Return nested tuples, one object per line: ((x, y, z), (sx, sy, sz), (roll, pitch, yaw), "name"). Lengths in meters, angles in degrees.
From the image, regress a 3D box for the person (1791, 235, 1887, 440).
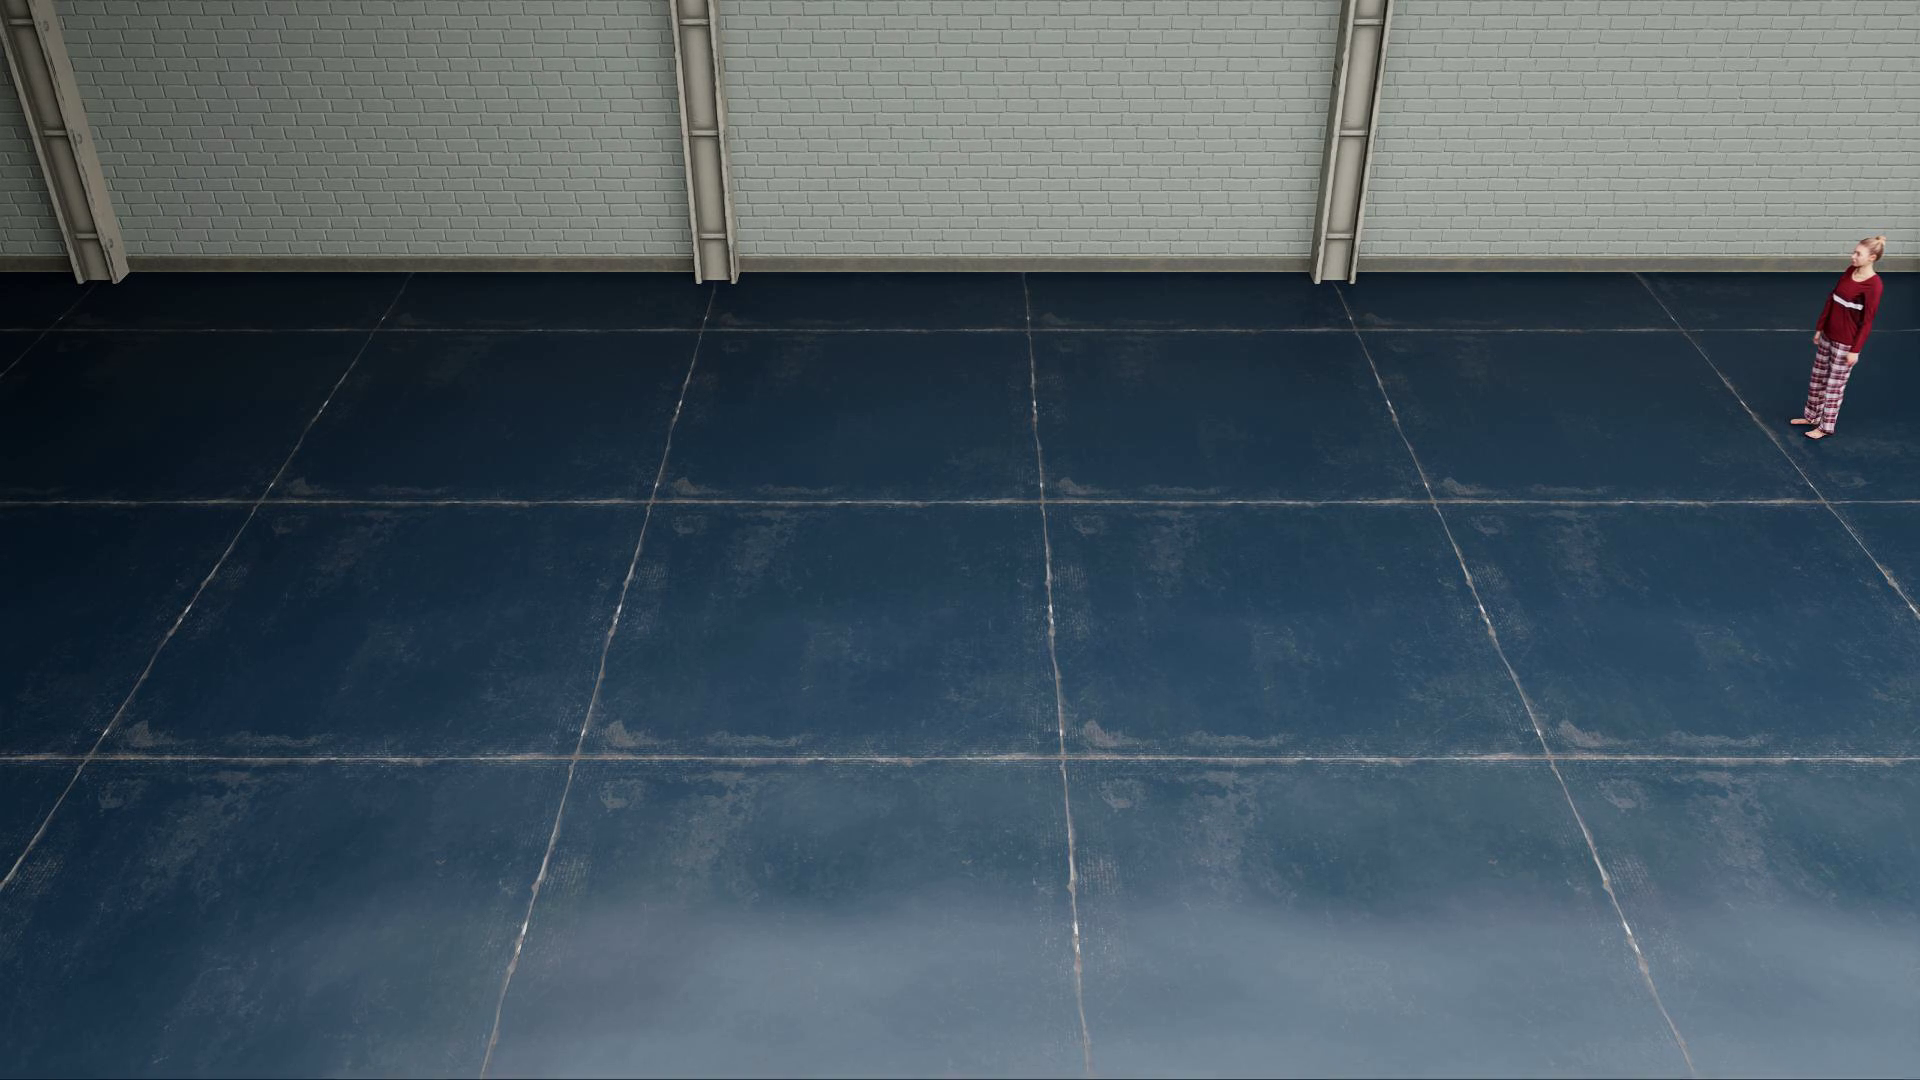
((7.004, -1.614, 13.211), (0.562, 1.699, 0.664), (-6, 34, -9), "person")
